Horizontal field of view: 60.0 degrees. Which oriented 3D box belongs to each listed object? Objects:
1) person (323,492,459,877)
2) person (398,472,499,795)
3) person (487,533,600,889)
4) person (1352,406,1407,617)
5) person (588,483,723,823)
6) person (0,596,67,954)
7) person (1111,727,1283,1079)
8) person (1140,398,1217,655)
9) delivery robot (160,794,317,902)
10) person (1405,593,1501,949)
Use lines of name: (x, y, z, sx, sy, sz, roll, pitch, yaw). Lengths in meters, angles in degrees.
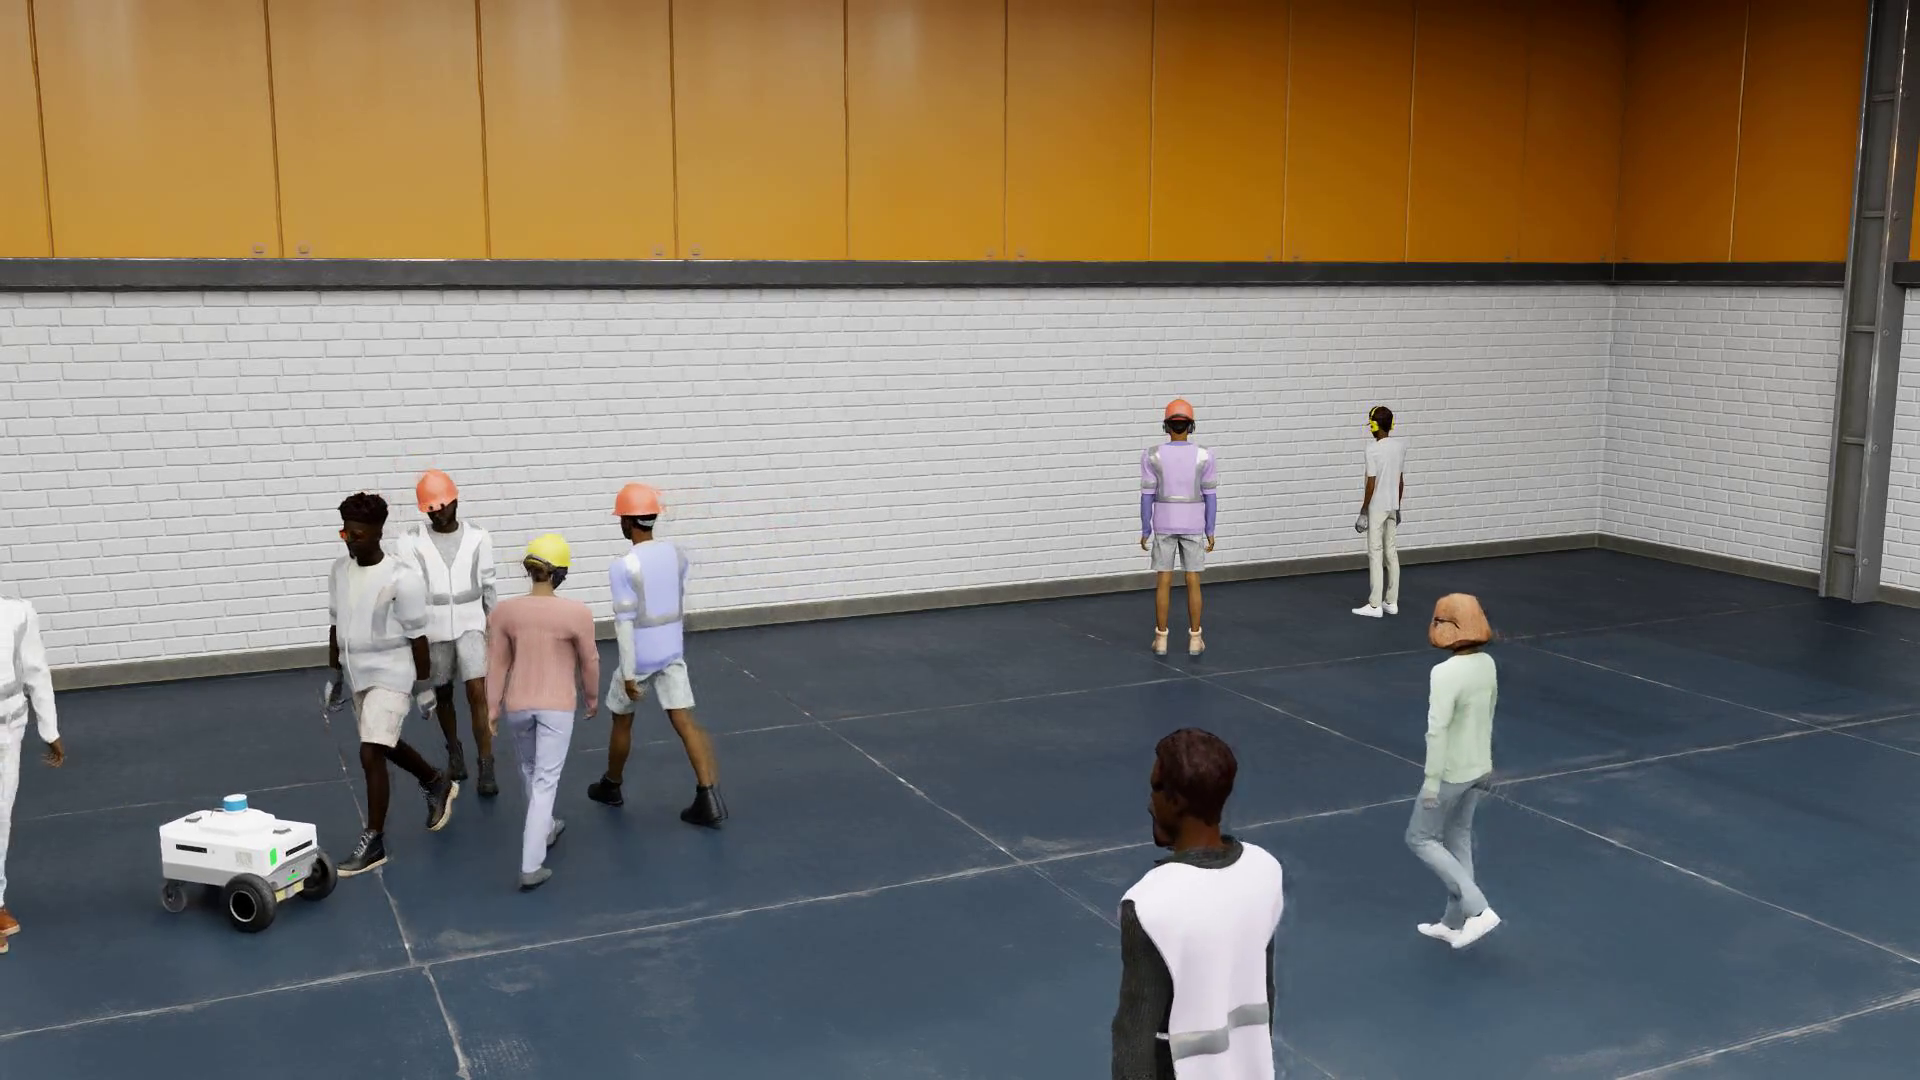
person: (-2.950, 0.686, 8.658, 0.603, 1.941, 0.890, 6, 11, 31)
person: (-2.943, 0.544, 9.662, 0.559, 1.879, 0.940, -4, 10, -22)
person: (-2.072, 0.826, 8.414, 0.524, 1.726, 0.863, 2, 9, 10)
person: (3.697, -0.250, 14.670, 0.521, 1.865, 0.328, -6, 11, -35)
person: (-1.703, 0.624, 9.216, 1.025, 1.894, 0.548, 8, 12, 42)
person: (-4.347, 0.909, 7.462, 0.652, 1.861, 0.580, 6, 11, 32)
person: (0.632, 1.418, 4.221, 0.690, 1.894, 0.601, 8, 12, 41)
person: (1.728, -0.101, 13.192, 0.605, 2.043, 0.379, 1, 9, 6)
delivery robot: (-3.418, 1.450, 7.878, 0.707, 0.478, 0.477, 3, 10, 18)
person: (2.212, 1.042, 7.397, 0.386, 1.619, 0.524, 9, 13, 44)
